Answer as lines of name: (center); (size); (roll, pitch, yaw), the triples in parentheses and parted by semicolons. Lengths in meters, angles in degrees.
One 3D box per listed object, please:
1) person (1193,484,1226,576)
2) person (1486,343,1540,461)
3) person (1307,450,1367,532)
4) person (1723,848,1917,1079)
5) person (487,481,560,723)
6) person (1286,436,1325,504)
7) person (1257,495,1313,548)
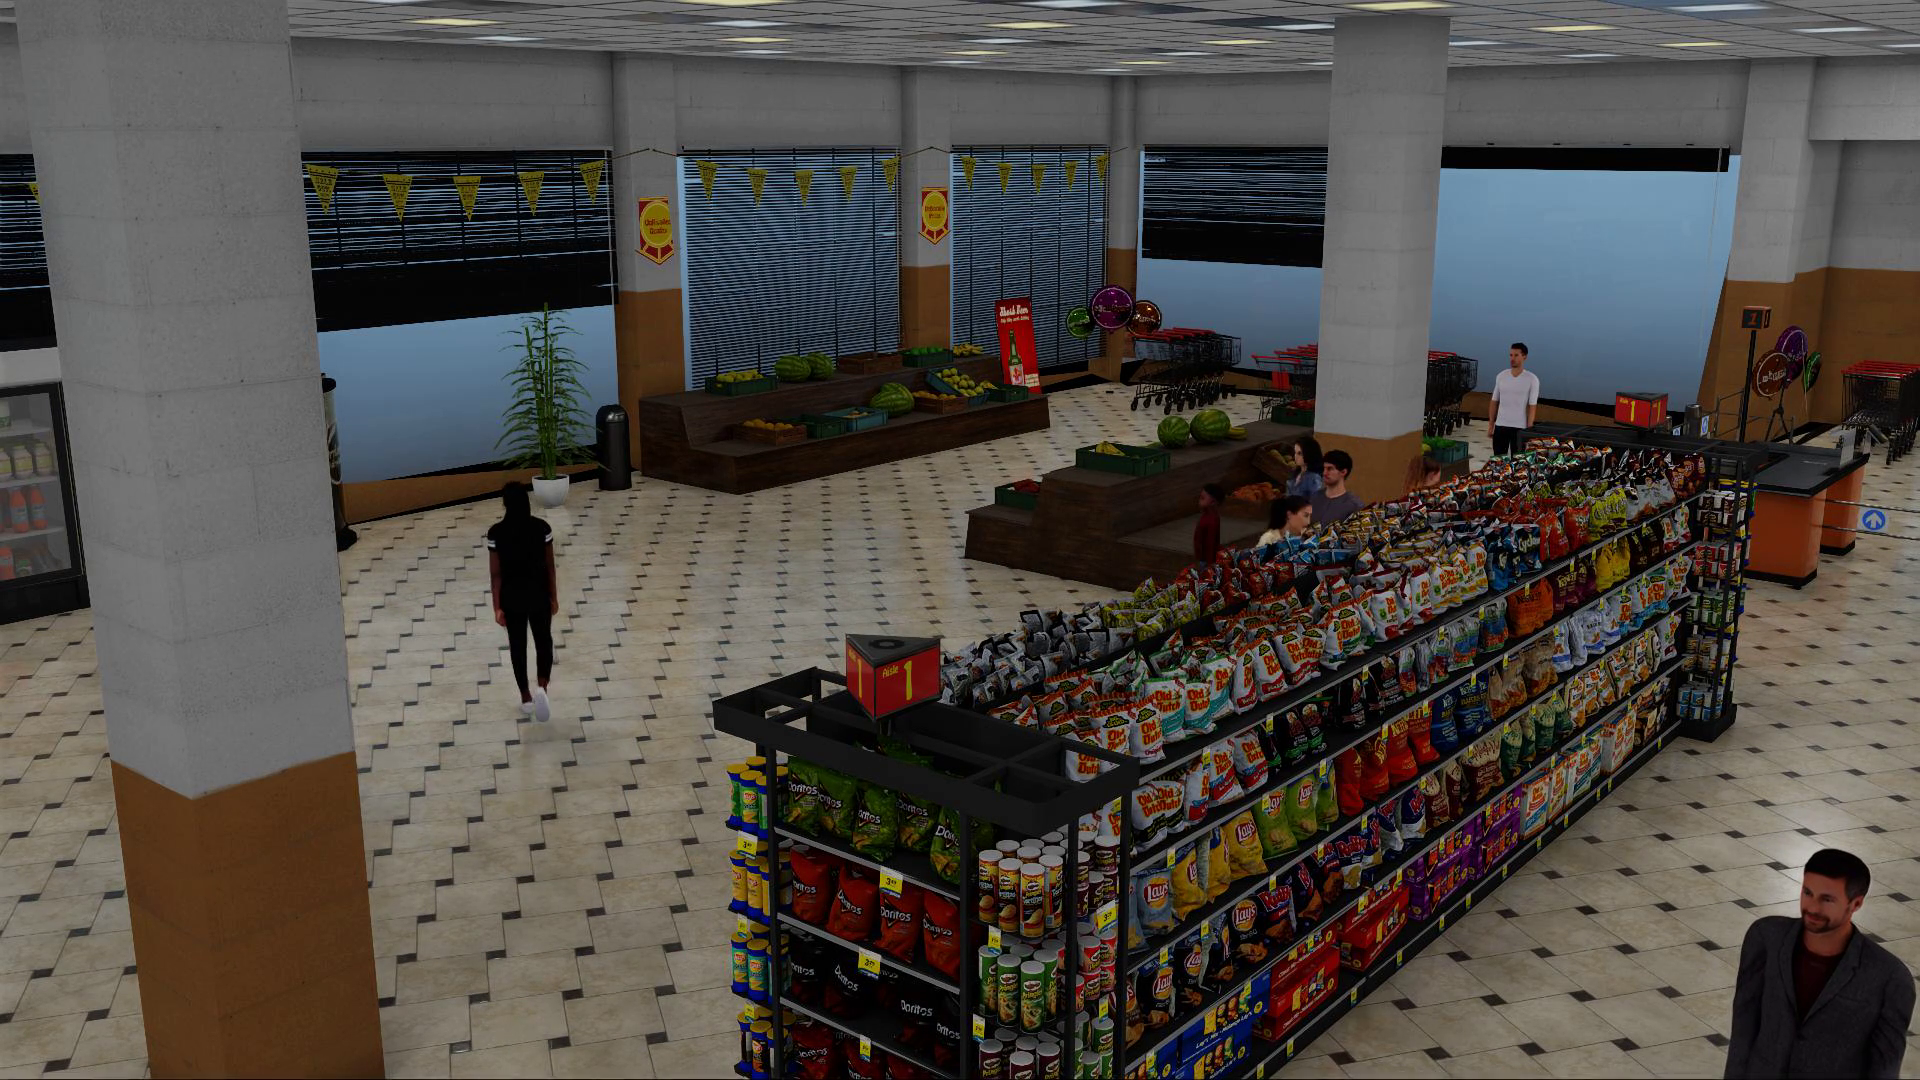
person: (2.132, 0.163, 13.812); (0.757, 1.243, 0.731); (2, 14, 7)
person: (6.103, -1.260, 18.390); (0.652, 1.852, 0.542); (11, 18, 39)
person: (2.718, 0.253, 12.150); (0.622, 1.853, 0.717); (-10, 17, -36)
person: (2.745, 1.872, 5.430); (0.623, 1.874, 0.698); (-13, 19, -43)
person: (-3.021, 0.458, 11.610); (1.032, 1.709, 1.020); (-4, 14, -15)
person: (2.799, 0.050, 13.190); (1.027, 1.756, 0.960); (-1, 14, -6)
person: (2.270, 0.453, 11.824); (0.900, 1.617, 0.921); (-5, 14, -20)
